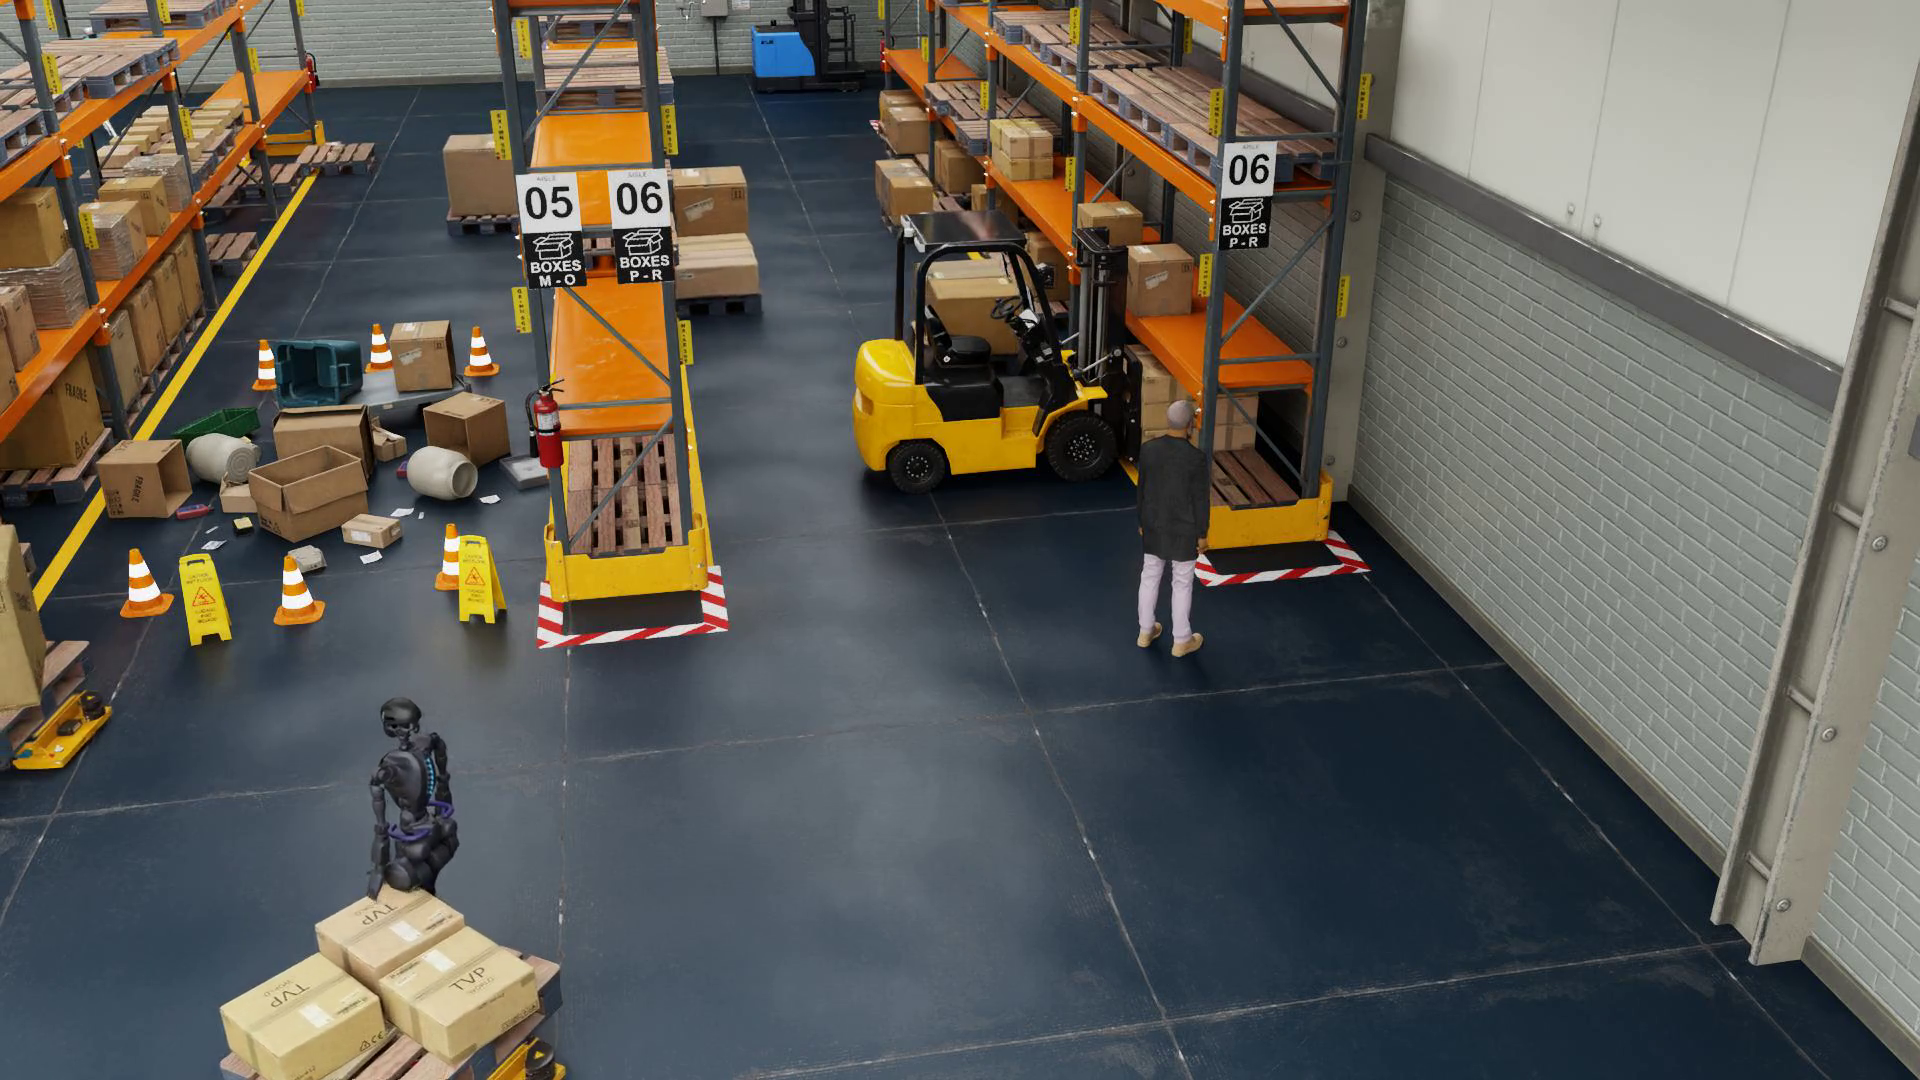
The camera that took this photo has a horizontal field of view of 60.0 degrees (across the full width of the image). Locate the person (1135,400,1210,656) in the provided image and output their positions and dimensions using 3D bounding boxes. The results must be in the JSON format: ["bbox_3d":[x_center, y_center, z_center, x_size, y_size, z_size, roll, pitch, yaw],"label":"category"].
[{"bbox_3d":[1.461,-0.081,11.463,0.546,1.854,0.402,16,30,30],"label":"person"}]

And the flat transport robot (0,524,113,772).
[{"bbox_3d":[-6.281,1.206,10.618,1.431,0.231,0.659,1,26,1],"label":"flat transport robot"}]

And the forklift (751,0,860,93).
[{"bbox_3d":[-2.872,-9.679,30.288,1.873,2.768,1.129,-5,26,-10],"label":"forklift"}]

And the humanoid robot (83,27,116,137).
[{"bbox_3d":[-14.037,-7.459,27.021,0.532,1.779,1.003,-22,33,-38],"label":"humanoid robot"}]

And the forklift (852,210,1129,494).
[{"bbox_3d":[0.216,-1.659,14.366,2.313,2.155,1.214,-5,26,-10],"label":"forklift"}]

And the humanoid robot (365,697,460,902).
[{"bbox_3d":[-2.735,1.536,8.341,0.611,1.650,0.612,10,27,20],"label":"humanoid robot"}]

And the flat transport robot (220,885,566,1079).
[{"bbox_3d":[-2.672,2.498,7.927,1.431,0.231,0.659,11,28,22],"label":"flat transport robot"}]
